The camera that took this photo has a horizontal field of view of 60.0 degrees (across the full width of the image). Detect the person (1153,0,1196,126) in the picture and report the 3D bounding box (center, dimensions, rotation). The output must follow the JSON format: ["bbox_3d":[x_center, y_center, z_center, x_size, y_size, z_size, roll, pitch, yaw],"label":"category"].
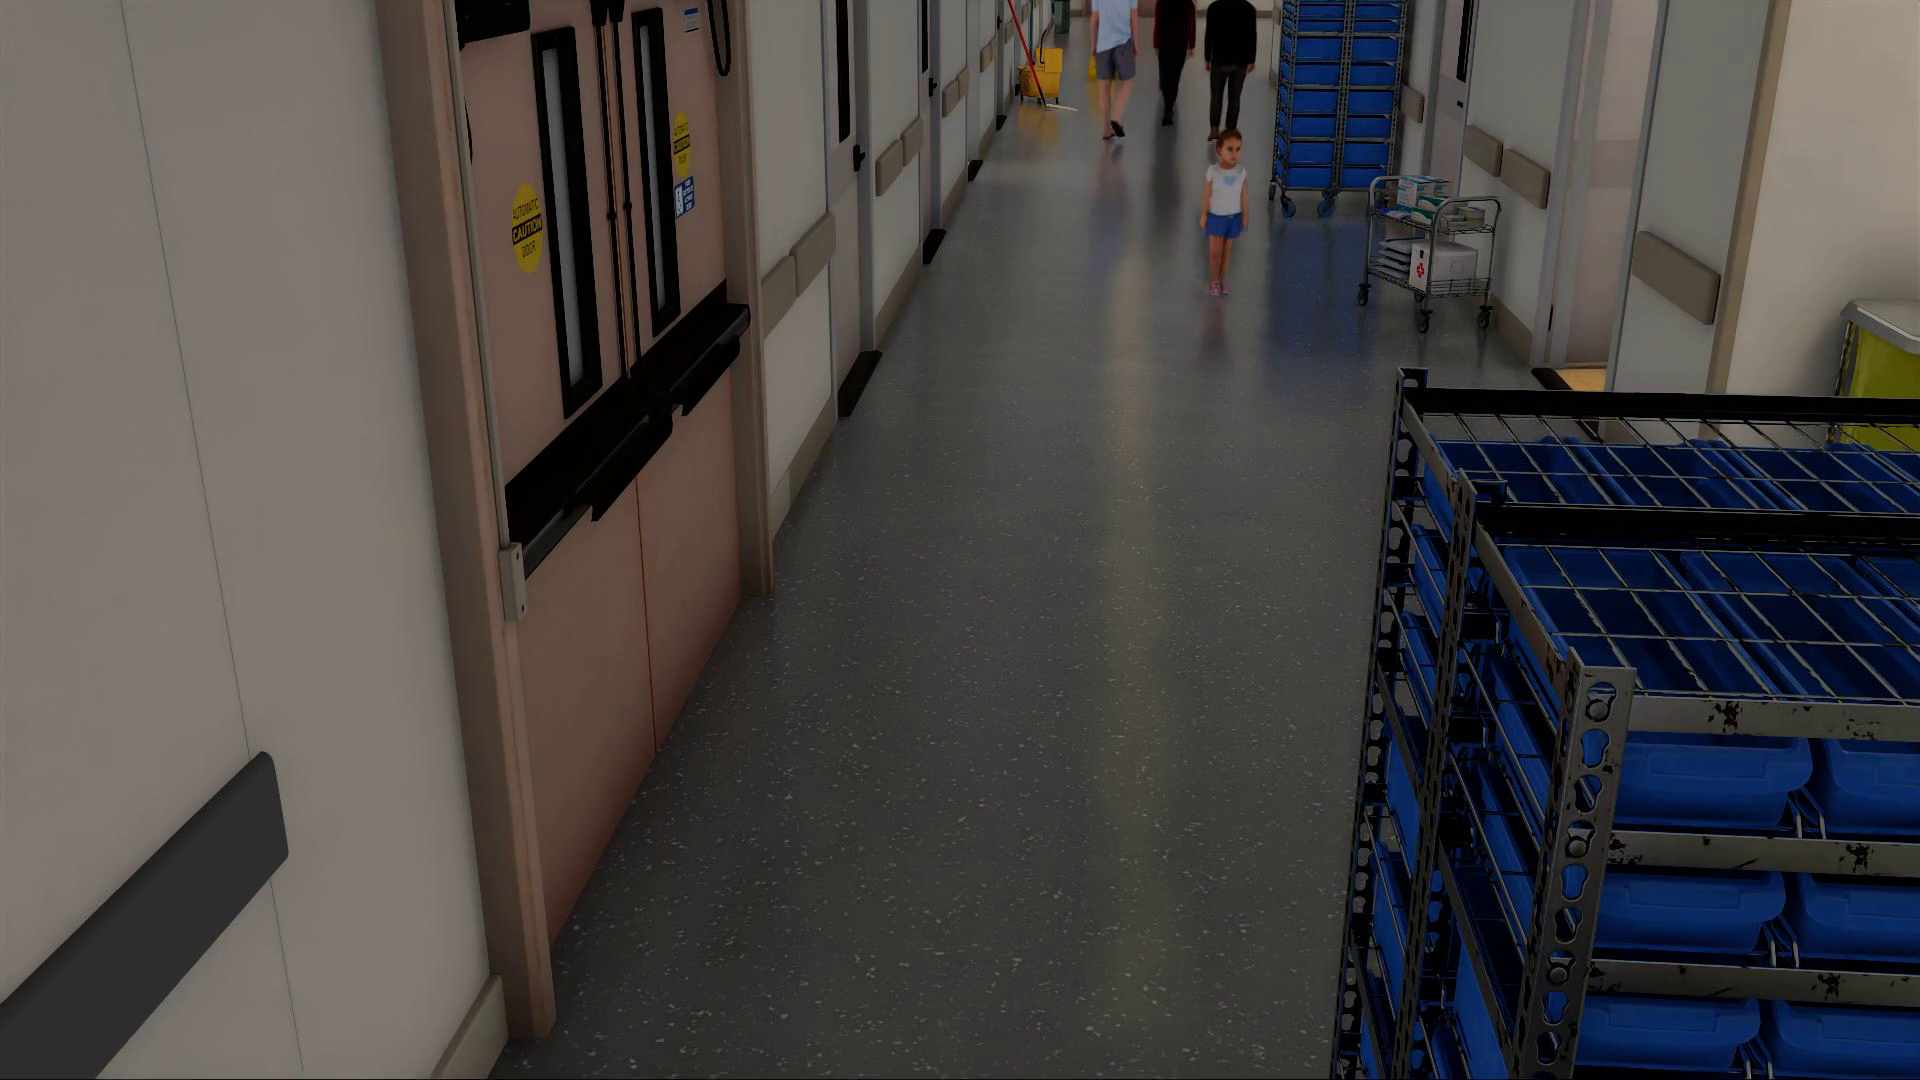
[{"bbox_3d":[2.312,-5.348,18.161,0.740,1.628,0.988,7,22,17],"label":"person"}]

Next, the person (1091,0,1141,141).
[{"bbox_3d":[1.563,-5.022,17.024,0.724,1.825,0.767,6,21,14],"label":"person"}]

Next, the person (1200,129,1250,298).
[{"bbox_3d":[1.611,-2.015,10.231,0.471,1.012,0.492,-3,21,-7],"label":"person"}]

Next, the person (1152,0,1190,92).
[{"bbox_3d":[2.695,-6.630,21.276,0.689,1.819,1.190,1,21,4],"label":"person"}]

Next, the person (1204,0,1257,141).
[{"bbox_3d":[2.696,-4.813,16.632,0.700,1.712,0.675,5,21,13],"label":"person"}]
